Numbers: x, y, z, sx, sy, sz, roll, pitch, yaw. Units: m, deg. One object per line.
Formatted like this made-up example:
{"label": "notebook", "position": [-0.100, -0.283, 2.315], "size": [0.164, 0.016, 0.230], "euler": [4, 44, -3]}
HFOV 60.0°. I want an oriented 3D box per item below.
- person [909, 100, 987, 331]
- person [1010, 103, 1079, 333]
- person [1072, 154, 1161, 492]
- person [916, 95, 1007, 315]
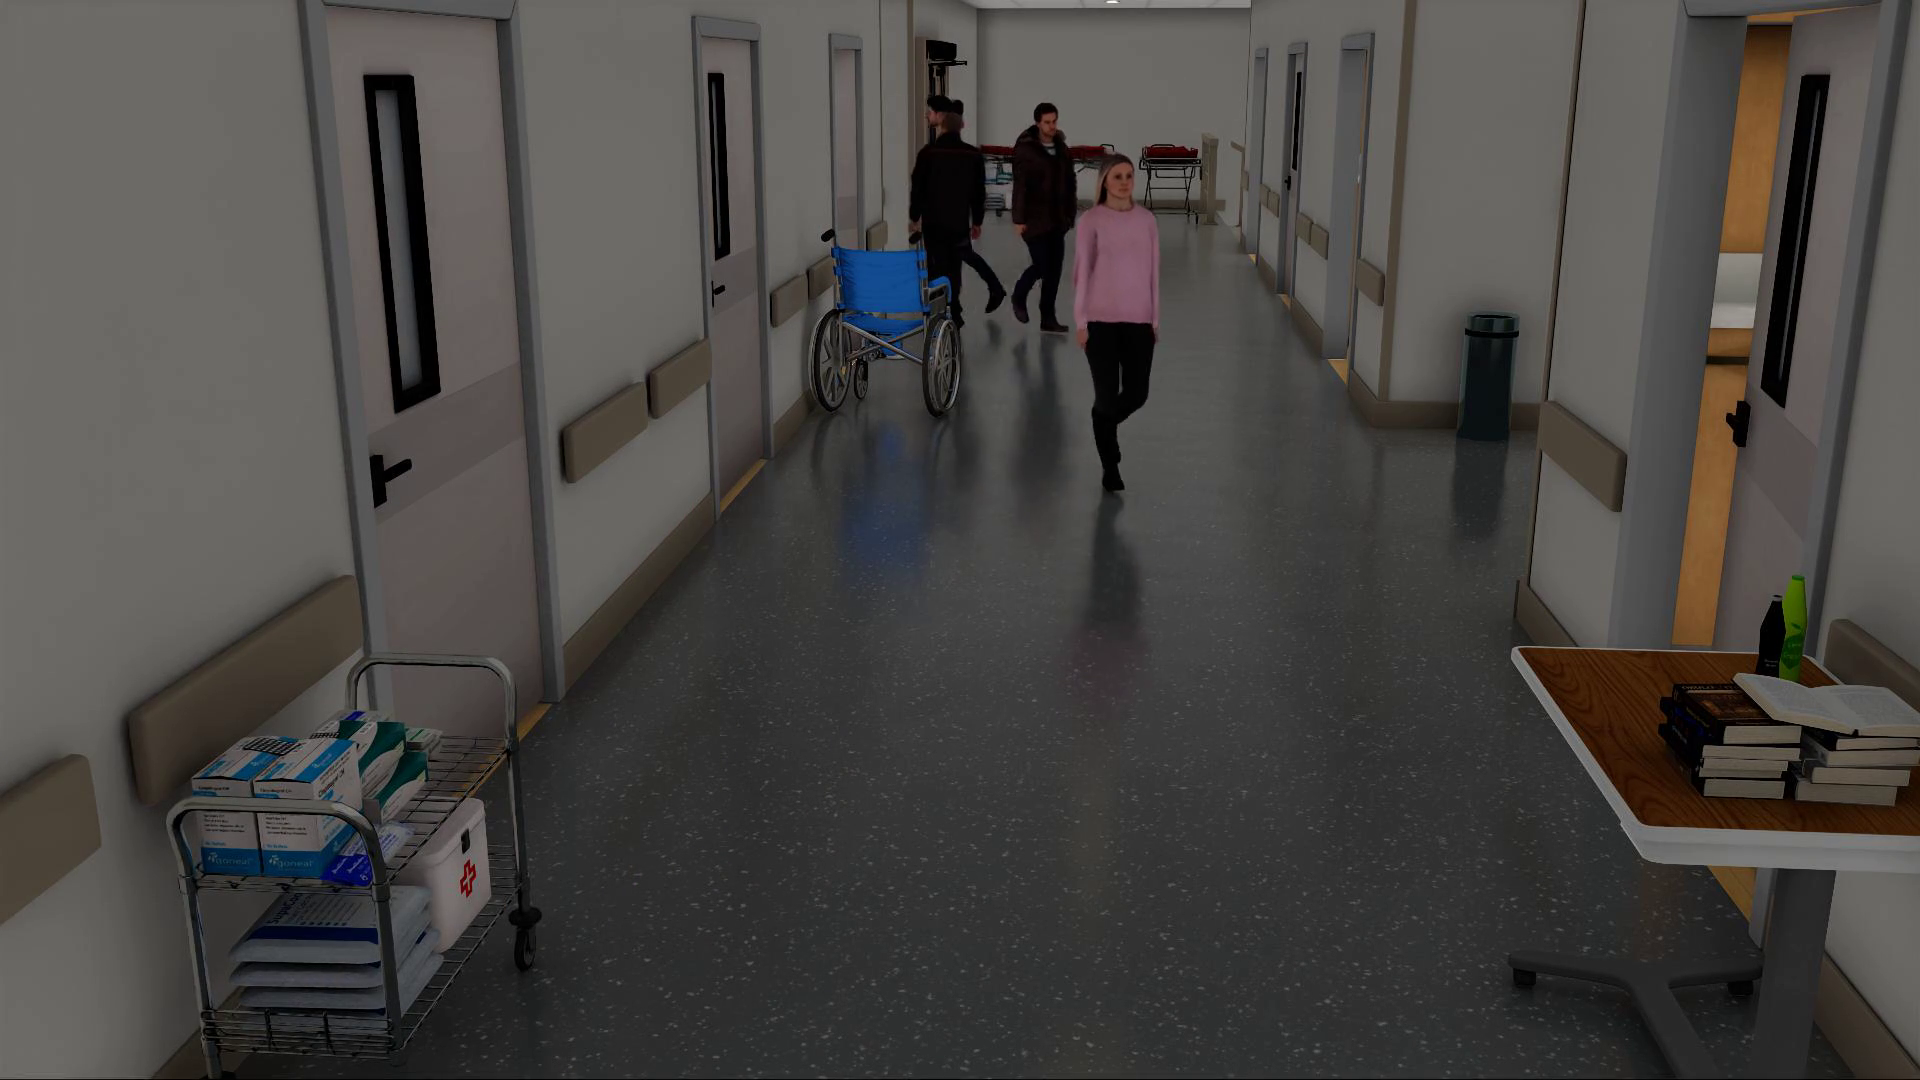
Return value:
{"label": "person", "position": [-0.086, -2.536, 13.243], "size": [1.071, 1.832, 1.266], "euler": [-6, 17, -20]}
{"label": "person", "position": [0.611, -2.583, 13.419], "size": [0.984, 1.827, 1.042], "euler": [-14, 21, -41]}
{"label": "person", "position": [0.768, -1.105, 8.456], "size": [0.754, 1.675, 0.899], "euler": [-3, 16, -12]}
{"label": "person", "position": [-0.010, -2.833, 14.253], "size": [0.852, 1.856, 1.124], "euler": [4, 16, 14]}
